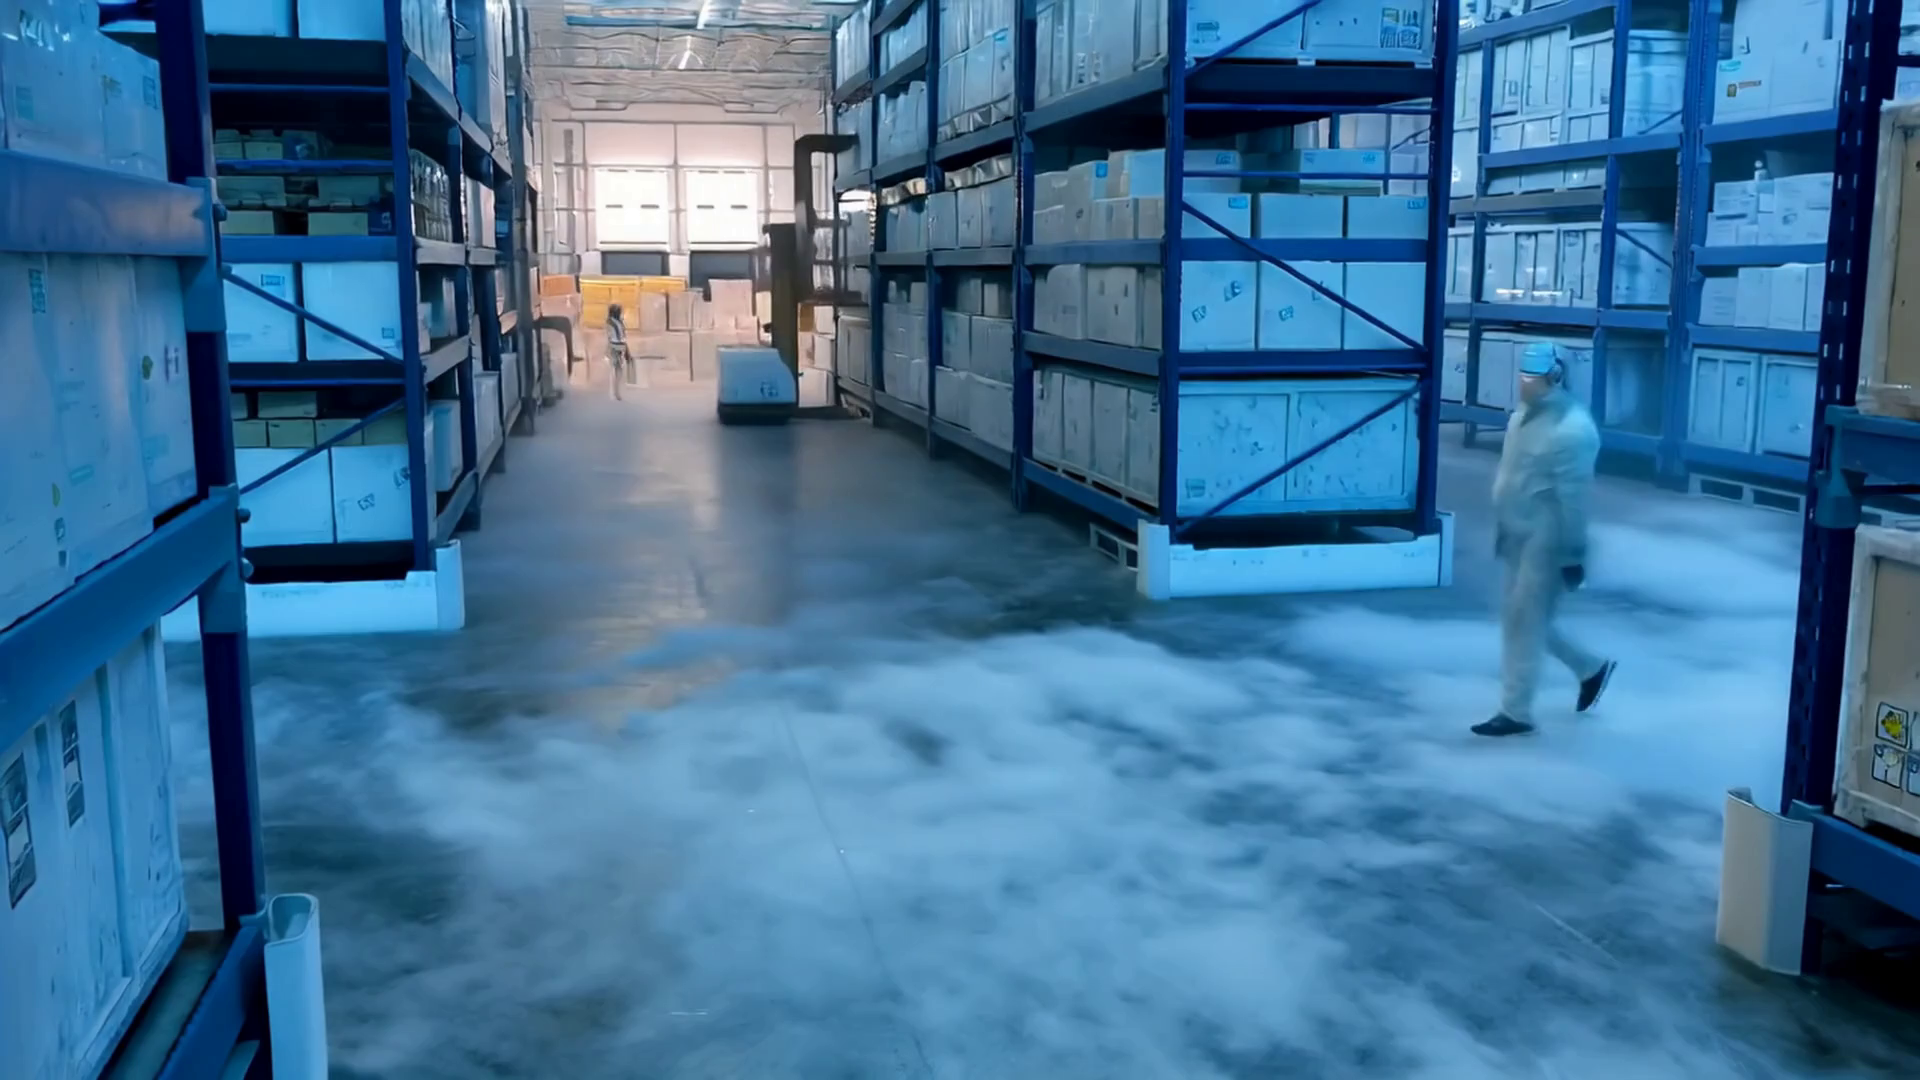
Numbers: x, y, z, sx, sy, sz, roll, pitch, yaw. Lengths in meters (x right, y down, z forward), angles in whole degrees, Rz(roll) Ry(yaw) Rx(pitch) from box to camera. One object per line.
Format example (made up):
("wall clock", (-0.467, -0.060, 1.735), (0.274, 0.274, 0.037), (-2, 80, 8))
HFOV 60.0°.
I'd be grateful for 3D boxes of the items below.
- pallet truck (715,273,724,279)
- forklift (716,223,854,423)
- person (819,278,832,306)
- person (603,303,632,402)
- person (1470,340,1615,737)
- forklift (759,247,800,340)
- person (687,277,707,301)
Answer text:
("pallet truck", (-8.580, -8.986, 62.280), (1.885, 1.965, 0.823), (1, 9, 5))
("forklift", (-2.538, -3.111, 23.785), (1.873, 2.768, 1.129), (-2, 10, -12))
("person", (-3.568, -5.976, 44.114), (0.355, 1.938, 0.545), (2, 9, 11))
("person", (-5.655, -3.092, 27.464), (0.375, 1.623, 0.542), (7, 12, 38))
("person", (2.796, -0.004, 7.870), (0.685, 1.887, 0.652), (-1, 9, -4))
("forklift", (-5.544, -7.433, 50.130), (1.129, 2.768, 1.873), (-3, 10, -18))
("person", (-8.064, -7.114, 51.068), (0.641, 1.932, 0.368), (-1, 9, -9))
